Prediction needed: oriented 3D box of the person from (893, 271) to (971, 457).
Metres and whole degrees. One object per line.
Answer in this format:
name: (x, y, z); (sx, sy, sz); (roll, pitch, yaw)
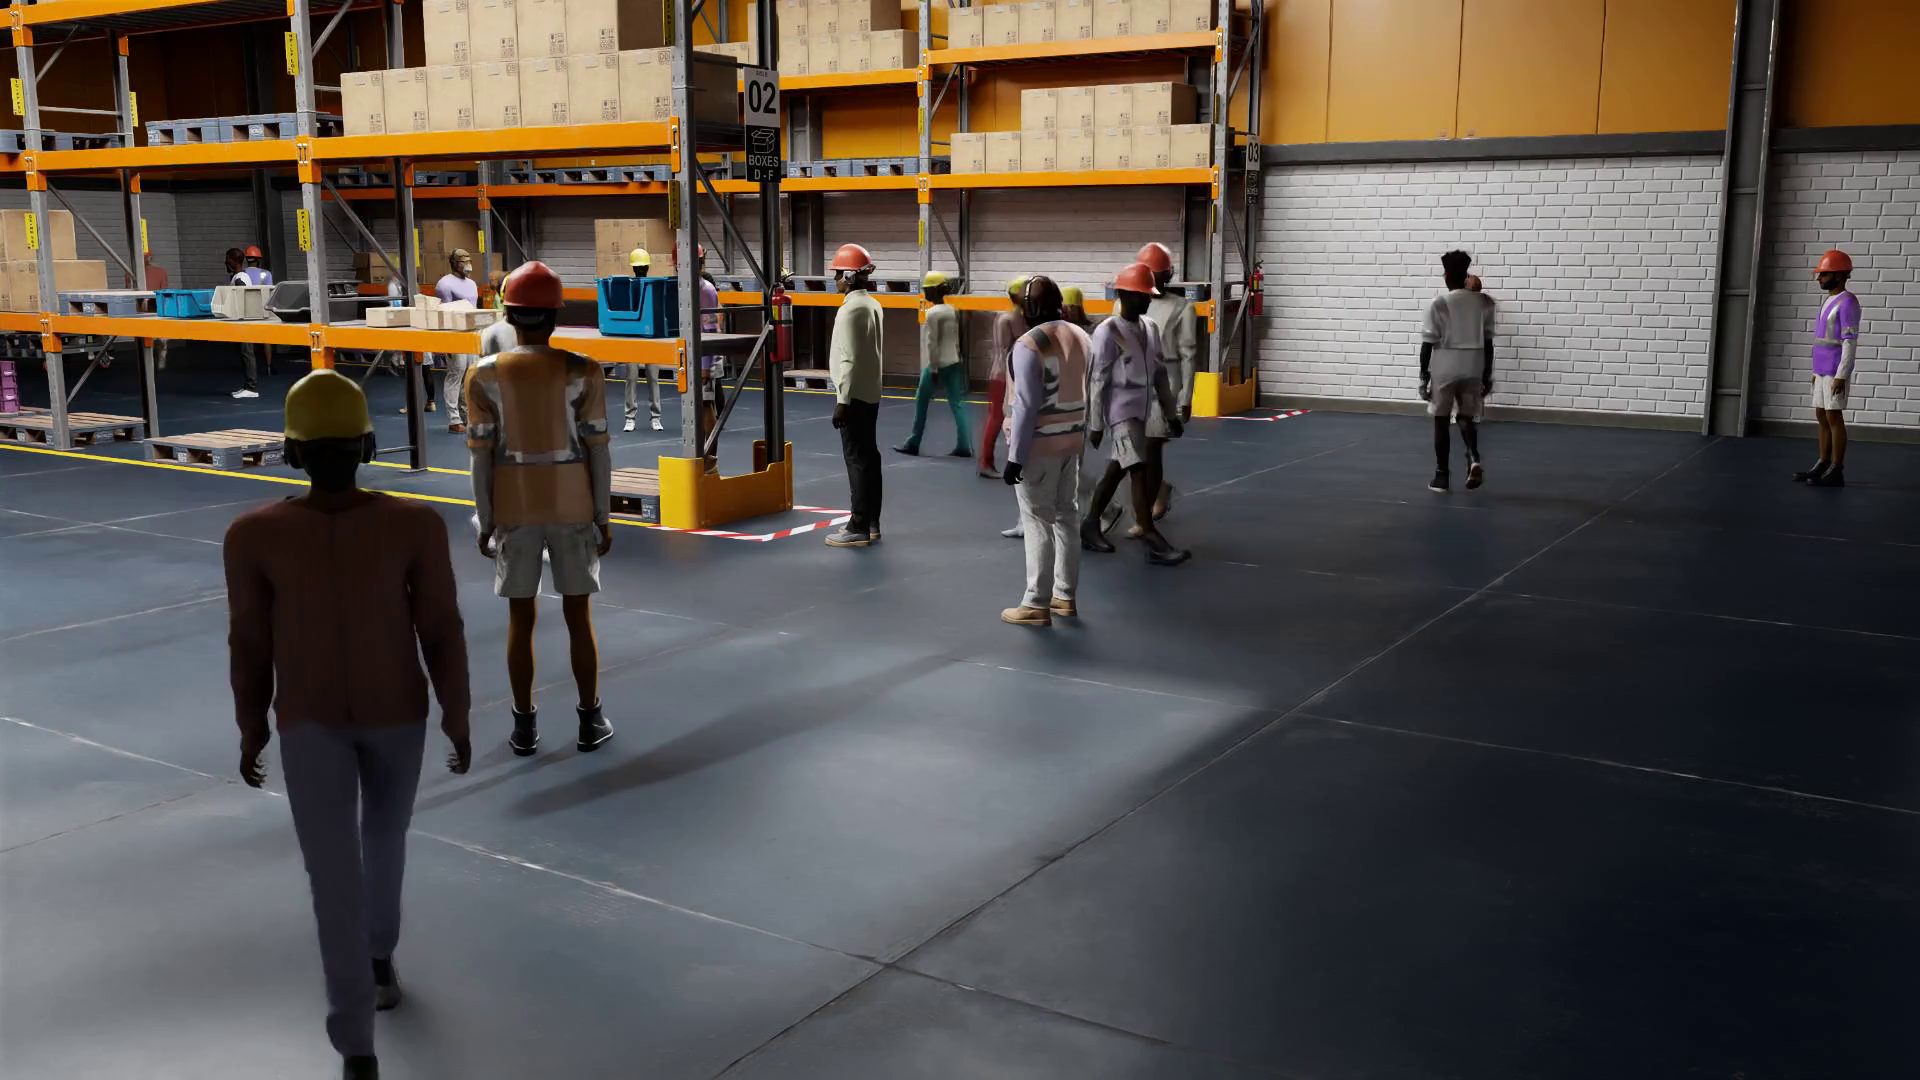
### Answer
person: (-0.261, -1.637, 15.562); (0.842, 1.735, 0.542); (6, 12, 30)

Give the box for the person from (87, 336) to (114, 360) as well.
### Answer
person: (-14.660, -3.861, 28.151); (0.501, 1.633, 0.289); (2, 10, 12)

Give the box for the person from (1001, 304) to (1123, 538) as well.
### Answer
person: (0.708, -0.802, 11.273); (0.772, 1.607, 0.522); (-2, 10, -13)

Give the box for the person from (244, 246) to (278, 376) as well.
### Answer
person: (-10.512, -3.416, 24.849); (0.550, 1.933, 0.373); (-2, 10, -10)

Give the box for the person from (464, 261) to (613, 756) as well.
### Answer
person: (-1.640, -0.115, 6.548); (0.542, 1.939, 0.364); (-2, 10, -9)

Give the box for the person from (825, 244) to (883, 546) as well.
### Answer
person: (-0.695, -0.956, 11.054); (0.380, 1.995, 0.611); (2, 11, 14)

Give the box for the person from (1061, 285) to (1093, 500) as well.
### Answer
person: (0.776, -0.961, 11.878); (0.486, 1.706, 0.775); (-2, 10, -10)

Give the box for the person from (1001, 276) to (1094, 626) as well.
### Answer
person: (0.436, -0.468, 8.794); (0.429, 1.837, 0.621); (8, 13, 36)

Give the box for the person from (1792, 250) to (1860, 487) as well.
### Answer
person: (7.150, -1.405, 13.704); (0.373, 1.934, 0.552); (1, 10, 8)

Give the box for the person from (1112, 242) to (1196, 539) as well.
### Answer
person: (1.343, -1.049, 11.532); (0.627, 2.017, 0.887); (6, 12, 29)

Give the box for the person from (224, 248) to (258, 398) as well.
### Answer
person: (-9.269, -2.800, 21.484); (0.392, 1.919, 0.592); (-5, 11, -25)

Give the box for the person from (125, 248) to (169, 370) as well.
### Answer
person: (-12.183, -3.460, 25.008); (0.613, 1.970, 0.827); (-4, 11, -21)

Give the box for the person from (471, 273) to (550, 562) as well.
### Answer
person: (-2.829, -0.785, 10.567); (0.893, 1.841, 0.534); (6, 12, 29)

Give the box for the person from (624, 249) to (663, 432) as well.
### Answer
person: (-3.367, -2.111, 17.641); (0.586, 1.928, 0.369); (-2, 10, -13)

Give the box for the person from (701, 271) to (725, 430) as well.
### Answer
person: (-2.670, -1.974, 17.518); (0.320, 1.695, 0.537); (4, 11, 21)

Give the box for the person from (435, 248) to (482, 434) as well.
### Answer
person: (-5.228, -2.085, 17.467); (0.371, 1.941, 0.627); (3, 11, 15)

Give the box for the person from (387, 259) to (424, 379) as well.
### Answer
person: (-8.122, -3.260, 24.338); (0.815, 1.809, 0.588); (3, 11, 17)

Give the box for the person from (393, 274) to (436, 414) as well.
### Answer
person: (-6.386, -2.314, 19.433); (0.322, 1.691, 0.533); (6, 12, 29)

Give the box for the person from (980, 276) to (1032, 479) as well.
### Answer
person: (0.510, -1.337, 13.921); (0.891, 1.721, 0.535); (9, 14, 41)

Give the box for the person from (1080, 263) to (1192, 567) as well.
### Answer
person: (1.084, -0.800, 10.519); (0.975, 1.887, 0.545); (9, 13, 39)

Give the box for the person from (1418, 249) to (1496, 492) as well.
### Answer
person: (3.960, -1.330, 13.241); (0.637, 1.952, 0.499); (-1, 10, -7)

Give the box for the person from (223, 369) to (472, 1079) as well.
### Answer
person: (-1.484, 0.439, 4.084); (0.538, 1.712, 0.899); (-5, 11, -24)

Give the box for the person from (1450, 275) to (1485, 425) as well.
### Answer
person: (5.592, -2.080, 18.269); (0.514, 1.641, 0.309); (-2, 10, -10)

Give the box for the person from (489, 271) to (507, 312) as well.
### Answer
person: (-6.002, -2.713, 21.825); (0.289, 1.626, 0.498); (-1, 10, -6)

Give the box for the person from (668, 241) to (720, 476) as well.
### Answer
person: (-2.254, -1.519, 14.069); (0.388, 2.034, 0.605); (-6, 12, -30)
